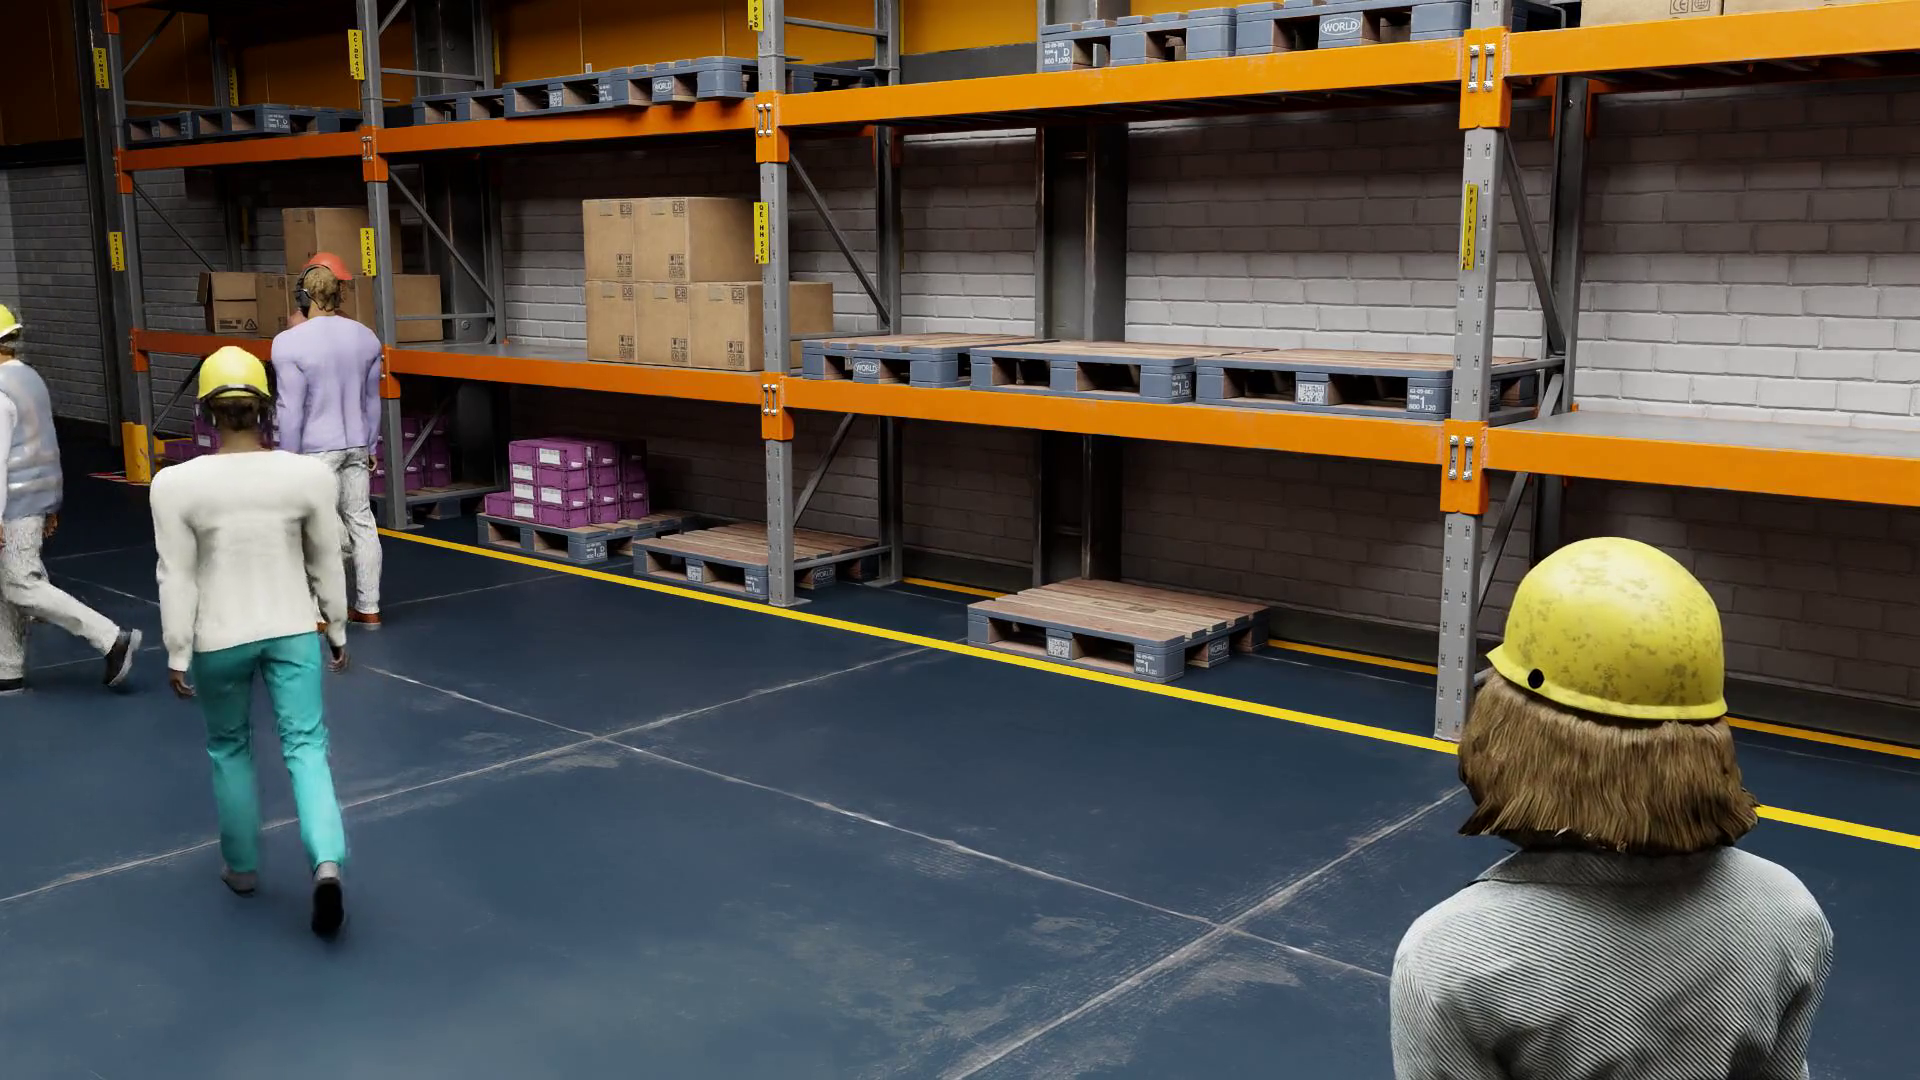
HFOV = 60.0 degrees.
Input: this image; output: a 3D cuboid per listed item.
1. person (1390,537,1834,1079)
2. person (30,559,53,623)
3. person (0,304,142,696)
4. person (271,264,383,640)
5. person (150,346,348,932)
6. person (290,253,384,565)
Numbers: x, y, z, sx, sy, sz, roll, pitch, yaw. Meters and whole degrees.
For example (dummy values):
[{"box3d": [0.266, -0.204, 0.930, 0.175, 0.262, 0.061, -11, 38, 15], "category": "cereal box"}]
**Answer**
[{"box3d": [0.628, 0.859, 1.735, 0.484, 1.744, 0.295, -3, 11, -19], "category": "person"}, {"box3d": [-5.252, -0.339, 8.965, 0.794, 1.599, 0.510, 4, 11, 22], "category": "person"}, {"box3d": [-4.139, -0.175, 7.430, 0.740, 1.811, 0.602, -3, 10, -15], "category": "person"}, {"box3d": [-3.275, -0.451, 8.638, 0.372, 1.940, 0.632, 6, 11, 29], "category": "person"}, {"box3d": [-2.092, 0.295, 4.979, 0.533, 1.741, 0.808, -6, 12, -32], "category": "person"}, {"box3d": [-4.030, -0.829, 10.683, 0.491, 1.993, 0.625, 2, 10, 10], "category": "person"}]
